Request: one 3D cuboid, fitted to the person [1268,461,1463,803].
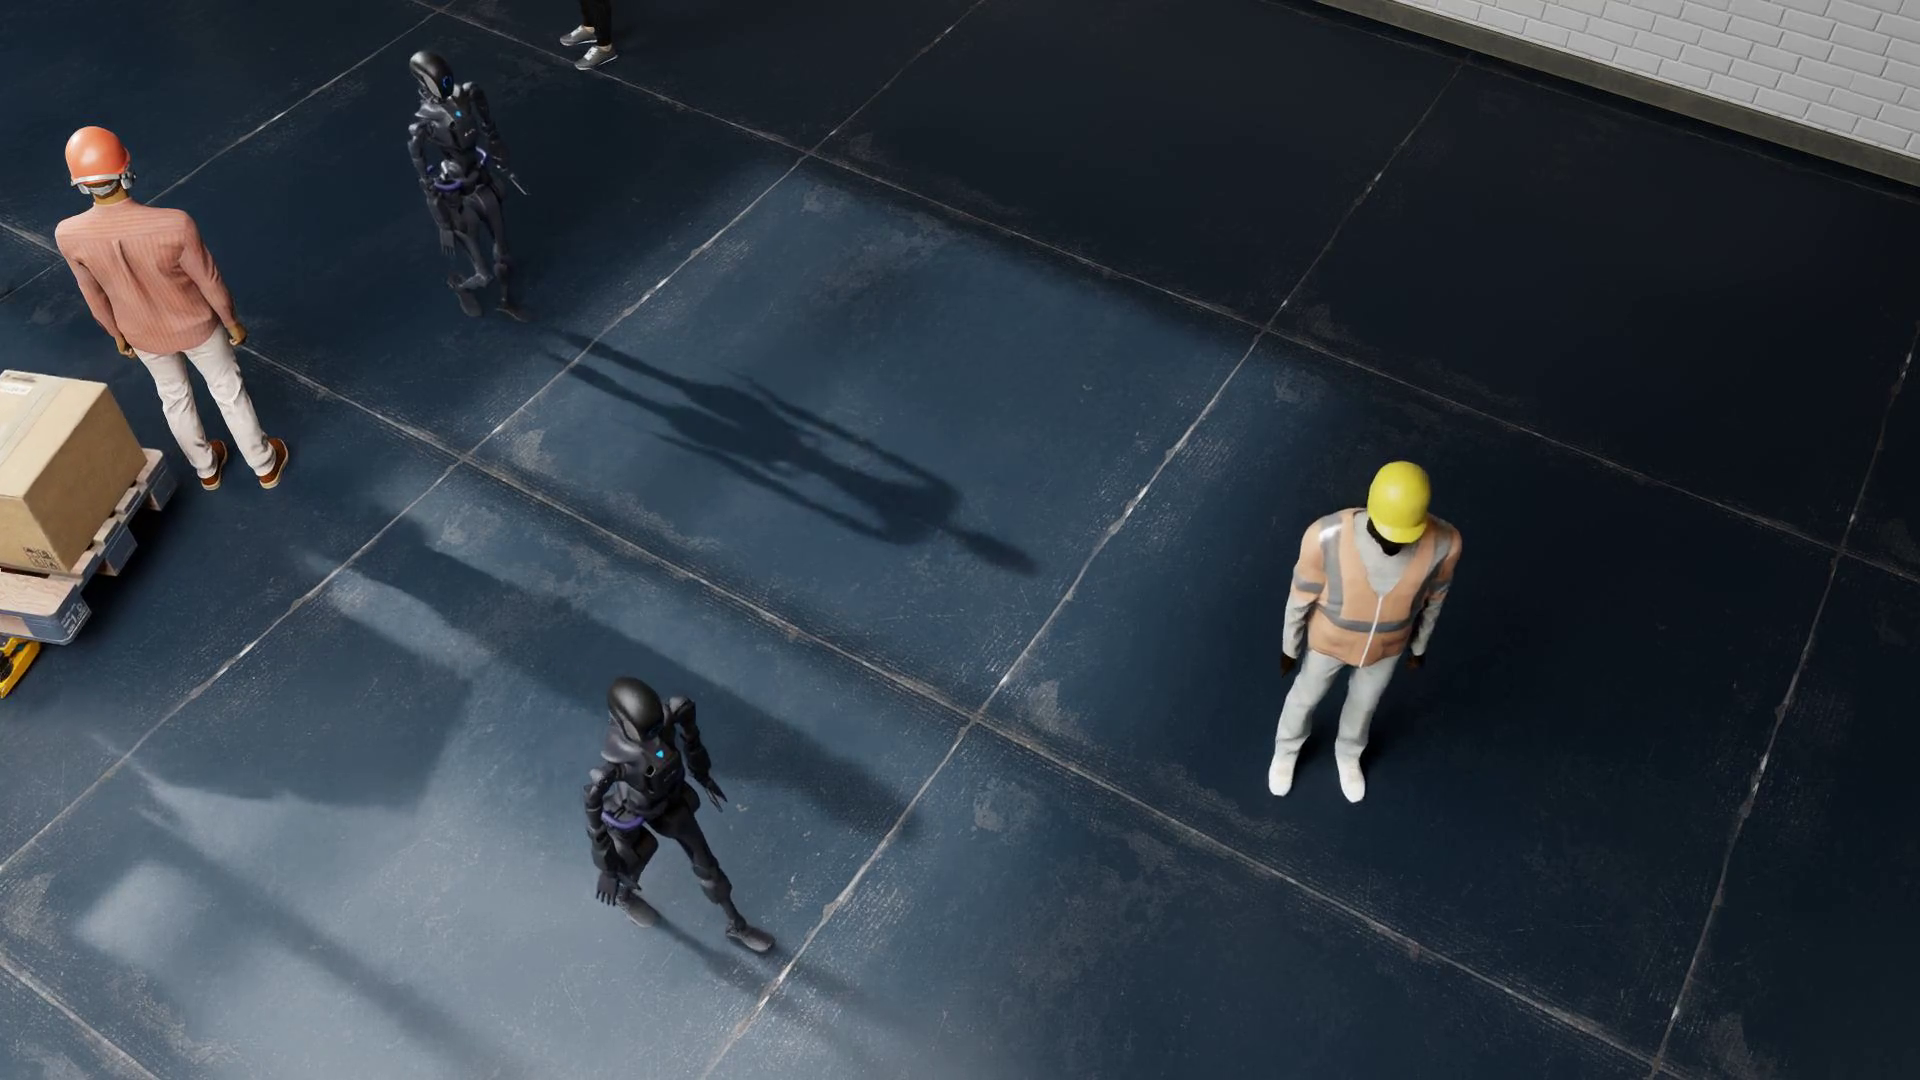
[{"bbox_3d":[1.532,0.377,6.392,0.589,1.921,0.389,1,49,1],"label":"person"}]

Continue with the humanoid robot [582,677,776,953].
[{"bbox_3d":[-1.094,1.013,6.021,0.753,1.621,0.612,29,55,23],"label":"humanoid robot"}]

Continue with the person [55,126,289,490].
[{"bbox_3d":[-3.573,-0.996,7.549,0.610,1.986,0.402,-4,49,-4],"label":"person"}]

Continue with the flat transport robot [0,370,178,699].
[{"bbox_3d":[-4.384,0.080,7.745,0.659,0.231,1.431,8,49,7],"label":"flat transport robot"}]

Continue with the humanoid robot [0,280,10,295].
[{"bbox_3d":[-5.451,-1.868,8.518,0.462,1.641,0.608,-22,52,-18],"label":"humanoid robot"}]

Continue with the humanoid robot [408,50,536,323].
[{"bbox_3d":[-2.497,-1.773,8.430,0.429,1.651,0.595,24,53,19],"label":"humanoid robot"}]

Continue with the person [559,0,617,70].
[{"bbox_3d":[-2.370,-3.709,10.067,0.449,1.757,0.755,-18,51,-15],"label":"person"}]
